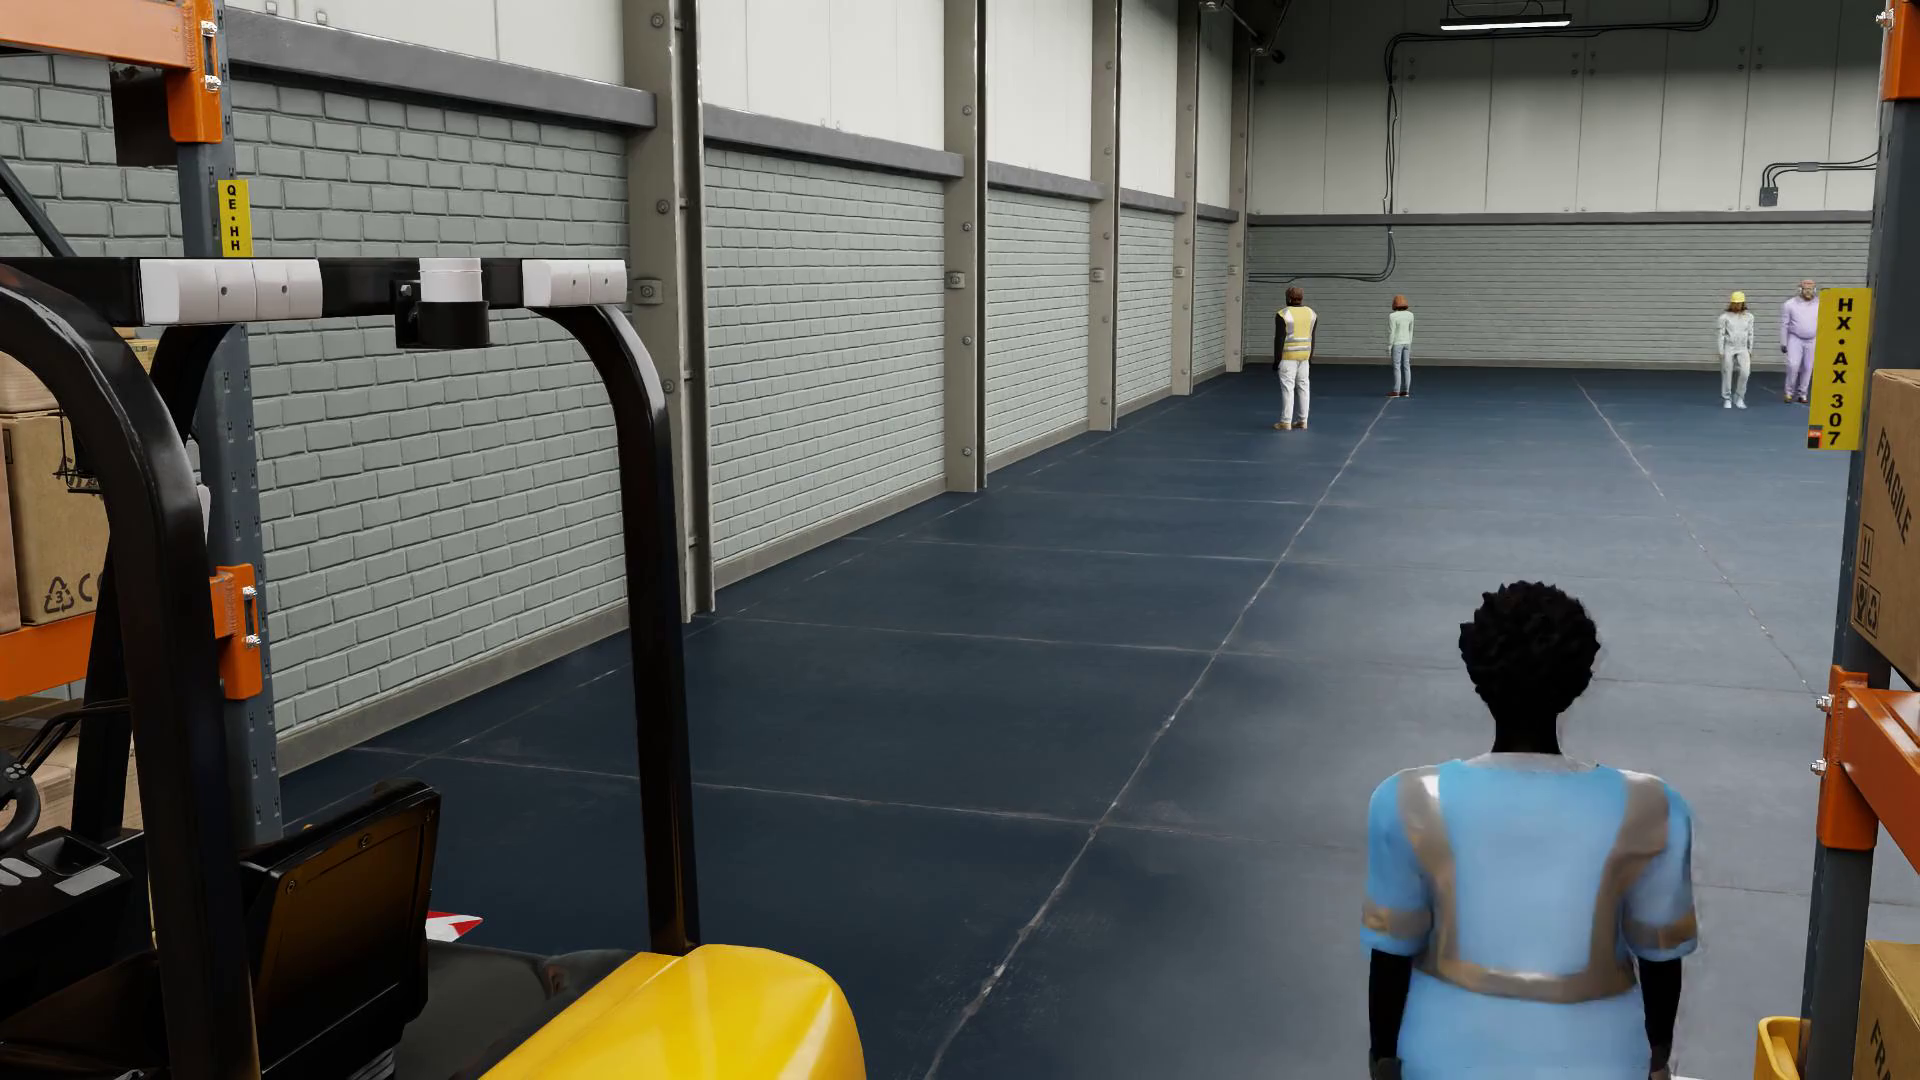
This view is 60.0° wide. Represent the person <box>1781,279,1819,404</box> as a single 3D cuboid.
[{"bbox_3d":[12.896,-3.014,25.350,0.657,1.889,0.634,2,10,13],"label":"person"}]

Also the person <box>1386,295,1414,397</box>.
[{"bbox_3d":[7.039,-3.104,26.638,0.500,1.632,0.286,-5,11,-27],"label":"person"}]

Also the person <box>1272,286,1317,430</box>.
[{"bbox_3d":[4.291,-2.341,21.472,0.624,1.845,0.430,-5,11,-26],"label":"person"}]

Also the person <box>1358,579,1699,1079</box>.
[{"bbox_3d":[0.926,0.894,2.753,0.532,1.660,0.856,3,10,18],"label":"person"}]

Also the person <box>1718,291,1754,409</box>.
[{"bbox_3d":[11.384,-2.774,24.393,0.502,1.718,0.614,1,10,9],"label":"person"}]
